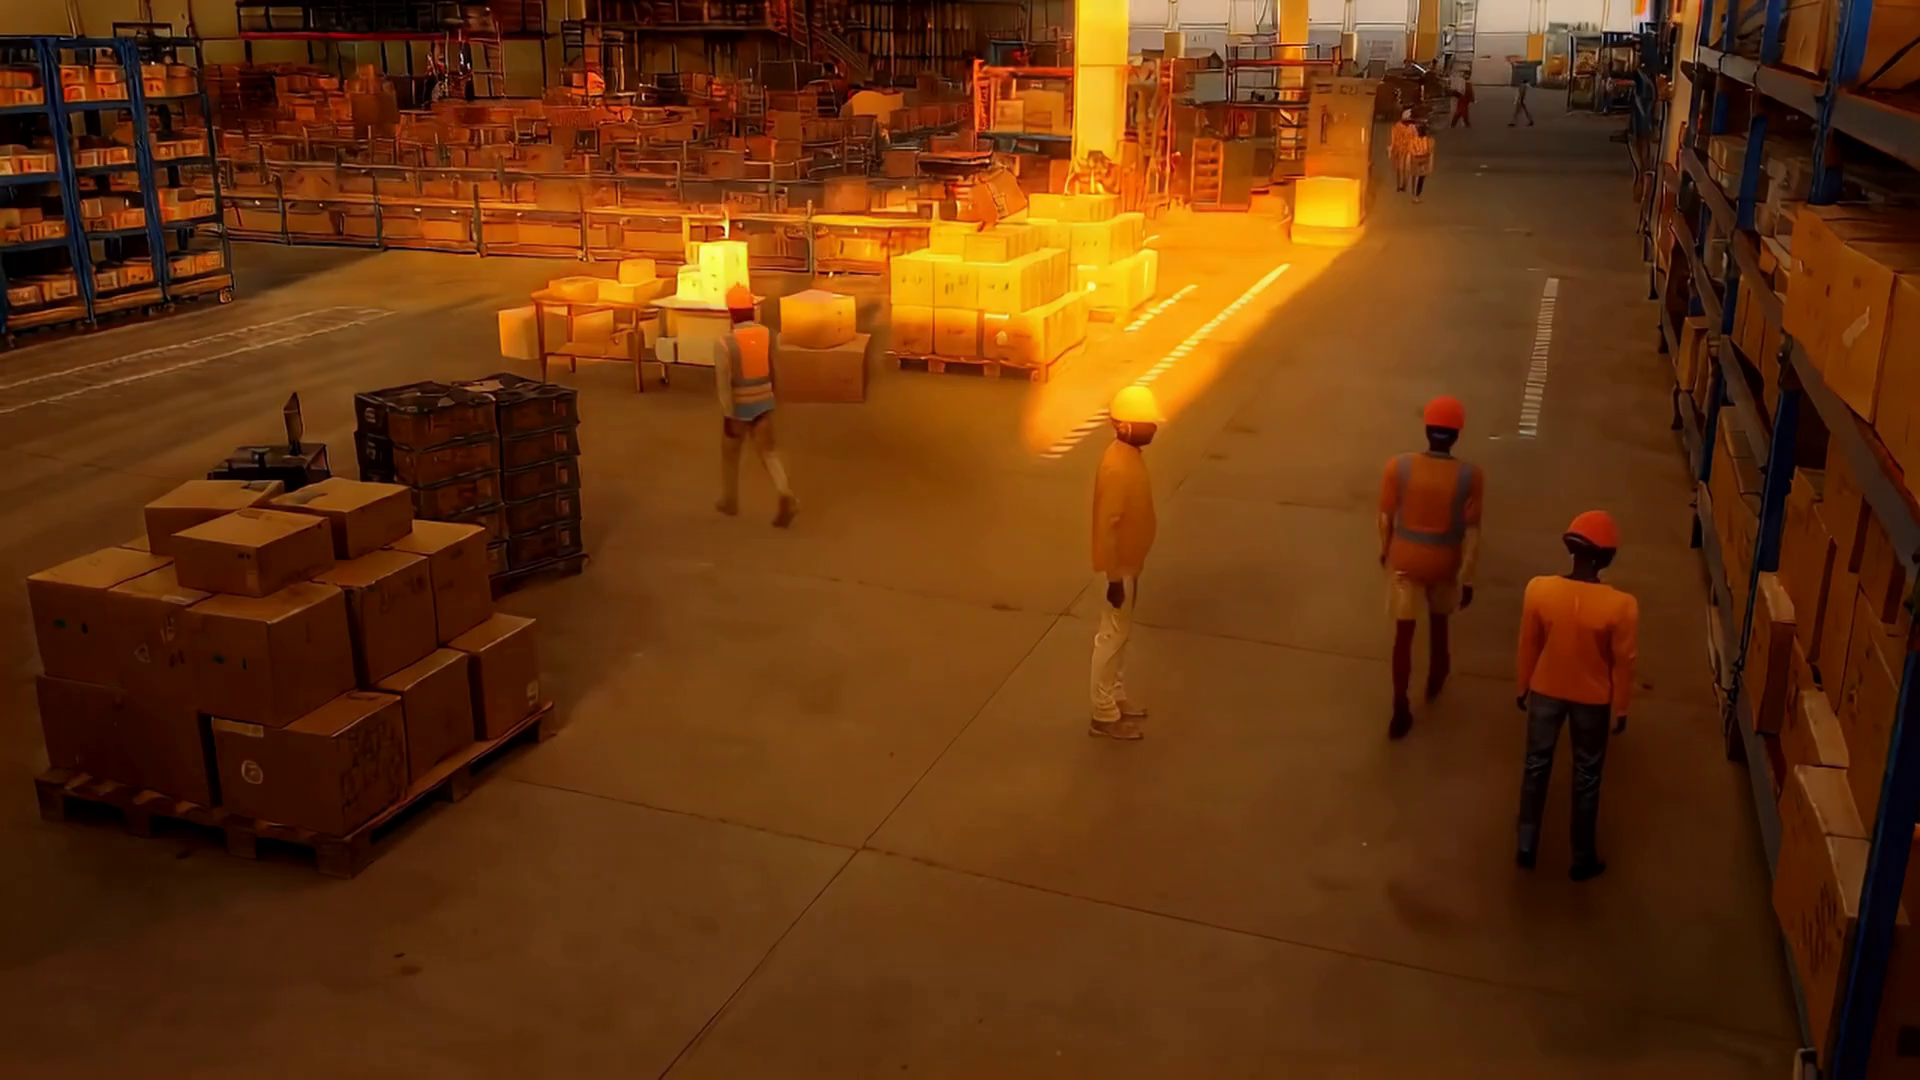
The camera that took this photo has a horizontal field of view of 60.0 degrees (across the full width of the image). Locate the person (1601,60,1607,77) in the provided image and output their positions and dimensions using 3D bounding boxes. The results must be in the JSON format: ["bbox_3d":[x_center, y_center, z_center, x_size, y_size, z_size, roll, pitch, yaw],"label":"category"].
[{"bbox_3d":[30.818,-22.238,79.974,0.619,1.675,0.535,5,18,14],"label":"person"}]

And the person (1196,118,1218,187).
[{"bbox_3d":[5.540,-8.670,37.422,0.497,1.633,0.287,3,18,9],"label":"person"}]

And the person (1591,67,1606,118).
[{"bbox_3d":[24.194,-16.940,62.965,0.449,1.900,0.629,4,18,11],"label":"person"}]

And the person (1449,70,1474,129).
[{"bbox_3d":[17.423,-15.308,57.618,1.052,2.000,0.679,17,24,42],"label":"person"}]

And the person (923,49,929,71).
[{"bbox_3d":[-2.034,-27.298,95.639,0.491,1.823,0.643,-6,18,-17],"label":"person"}]

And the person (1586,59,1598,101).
[{"bbox_3d":[28.647,-20.806,75.224,0.430,1.841,0.624,-5,18,-15],"label":"person"}]

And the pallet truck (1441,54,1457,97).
[{"bbox_3d":[22.765,-21.886,78.355,0.823,1.965,1.885,-4,18,-14],"label":"pallet truck"}]

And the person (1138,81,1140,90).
[{"bbox_3d":[9.192,-24.032,85.181,0.404,1.945,0.616,3,18,9],"label":"person"}]

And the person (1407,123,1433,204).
[{"bbox_3d":[9.713,-7.987,35.197,0.539,1.676,0.643,3,18,8],"label":"person"}]

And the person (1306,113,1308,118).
[{"bbox_3d":[11.527,-13.954,53.960,0.534,1.674,0.769,-14,22,-37],"label":"person"}]

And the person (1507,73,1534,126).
[{"bbox_3d":[19.818,-15.466,58.467,0.936,1.833,0.520,1,18,3],"label":"person"}]

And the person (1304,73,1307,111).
[{"bbox_3d":[13.918,-18.395,67.695,1.001,1.830,0.531,-8,19,-23],"label":"person"}]

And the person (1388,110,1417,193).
[{"bbox_3d":[9.873,-8.664,37.144,0.613,1.786,0.908,4,18,12],"label":"person"}]

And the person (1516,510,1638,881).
[{"bbox_3d":[2.838,0.719,7.717,0.526,1.760,0.337,13,22,35],"label":"person"}]

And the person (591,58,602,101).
[{"bbox_3d":[-16.381,-20.772,75.067,0.607,1.868,0.423,15,23,39],"label":"person"}]

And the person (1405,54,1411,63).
[{"bbox_3d":[23.346,-24.465,86.871,0.298,1.745,0.484,15,23,40],"label":"person"}]

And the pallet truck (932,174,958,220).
[{"bbox_3d":[-0.507,-5.292,27.348,0.653,1.274,1.630,6,19,19],"label":"pallet truck"}]

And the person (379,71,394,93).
[{"bbox_3d":[-18.907,-14.393,54.776,0.681,2.017,0.633,-12,21,-33],"label":"person"}]

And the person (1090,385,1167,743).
[{"bbox_3d":[0.919,0.120,9.216,0.396,1.992,0.622,4,18,13],"label":"person"}]

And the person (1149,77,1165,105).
[{"bbox_3d":[6.977,-15.673,58.928,0.626,1.944,1.033,-13,22,-34],"label":"person"}]

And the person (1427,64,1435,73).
[{"bbox_3d":[19.434,-18.684,68.572,0.525,1.827,0.517,-13,22,-35],"label":"person"}]

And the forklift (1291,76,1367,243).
[{"bbox_3d":[6.598,-6.755,29.381,1.129,2.768,1.873,6,19,19],"label":"forklift"}]

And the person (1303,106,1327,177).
[{"bbox_3d":[8.329,-9.057,38.253,0.911,1.869,0.679,11,21,30],"label":"person"}]

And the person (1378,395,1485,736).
[{"bbox_3d":[2.660,0.095,9.481,0.560,1.869,1.037,6,19,18],"label":"person"}]

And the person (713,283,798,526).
[{"bbox_3d":[-1.629,-1.058,13.065,0.612,1.919,0.948,-13,22,-36],"label":"person"}]

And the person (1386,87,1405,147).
[{"bbox_3d":[12.962,-12.563,49.451,0.327,1.760,0.523,-9,20,-26],"label":"person"}]
